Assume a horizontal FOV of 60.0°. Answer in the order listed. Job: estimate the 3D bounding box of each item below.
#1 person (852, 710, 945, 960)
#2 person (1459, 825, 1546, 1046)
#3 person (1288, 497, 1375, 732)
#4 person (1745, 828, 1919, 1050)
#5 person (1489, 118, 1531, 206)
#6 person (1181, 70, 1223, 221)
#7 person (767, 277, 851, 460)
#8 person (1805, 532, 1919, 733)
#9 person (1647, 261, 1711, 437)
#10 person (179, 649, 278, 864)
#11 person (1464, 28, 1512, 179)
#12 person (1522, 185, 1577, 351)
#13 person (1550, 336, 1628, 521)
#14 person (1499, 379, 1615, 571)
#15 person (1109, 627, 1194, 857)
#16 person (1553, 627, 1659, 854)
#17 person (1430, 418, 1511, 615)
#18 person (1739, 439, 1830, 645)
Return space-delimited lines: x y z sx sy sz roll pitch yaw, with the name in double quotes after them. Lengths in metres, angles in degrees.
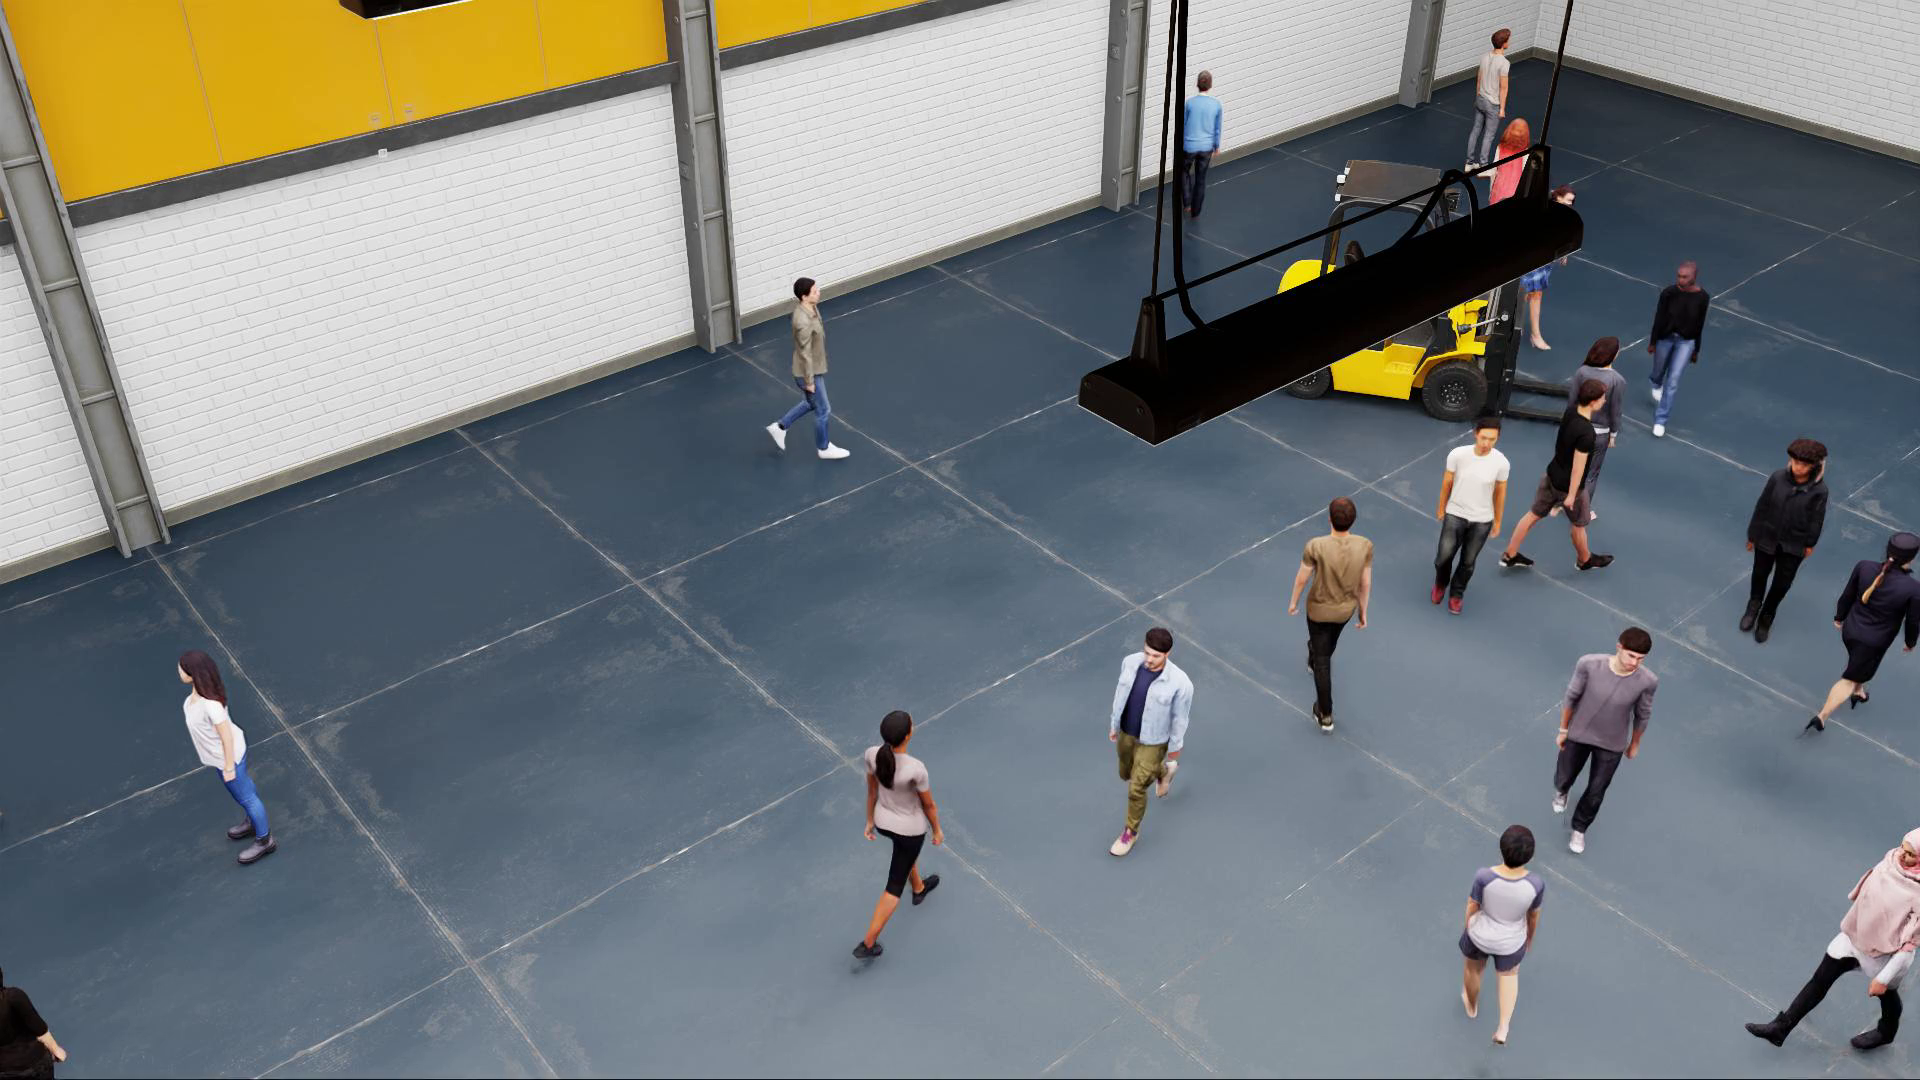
-0.428 1.848 10.309 0.833 1.710 1.238 23 40 30 "person"
3.144 2.337 9.716 0.809 1.553 0.894 7 34 11 "person"
2.725 0.569 12.142 1.219 1.812 1.180 -2 34 -4 "person"
5.364 2.337 9.535 1.257 1.754 1.063 -3 34 -5 "person"
6.179 -3.879 18.821 0.609 1.827 0.537 27 42 35 "person"
2.886 -4.749 20.151 0.776 1.802 0.840 2 34 3 "person"
-1.465 -1.569 15.328 1.142 1.846 1.027 -2 34 -3 "person"
6.550 0.728 12.066 1.104 1.630 0.794 -20 38 -27 "person"
6.849 -1.917 15.967 0.983 1.718 1.176 10 35 14 "person"
-4.839 1.411 10.991 0.572 1.684 0.636 -18 38 -25 "person"
6.808 -5.629 21.389 0.615 1.898 0.690 -18 37 -24 "person"
6.010 -2.910 17.427 1.068 1.755 0.921 -9 35 -13 "person"
5.481 -0.964 14.489 0.653 1.768 0.575 24 40 32 "person"
4.915 -0.501 13.747 1.287 1.817 1.110 -3 34 -4 "person"
1.281 1.269 11.111 0.790 1.787 1.061 28 42 35 "person"
4.250 1.256 11.090 0.853 1.833 0.910 16 37 22 "person"
4.104 -0.241 13.381 0.763 1.788 0.800 8 34 12 "person"
6.510 -0.055 13.129 0.717 1.758 0.717 22 39 29 "person"
